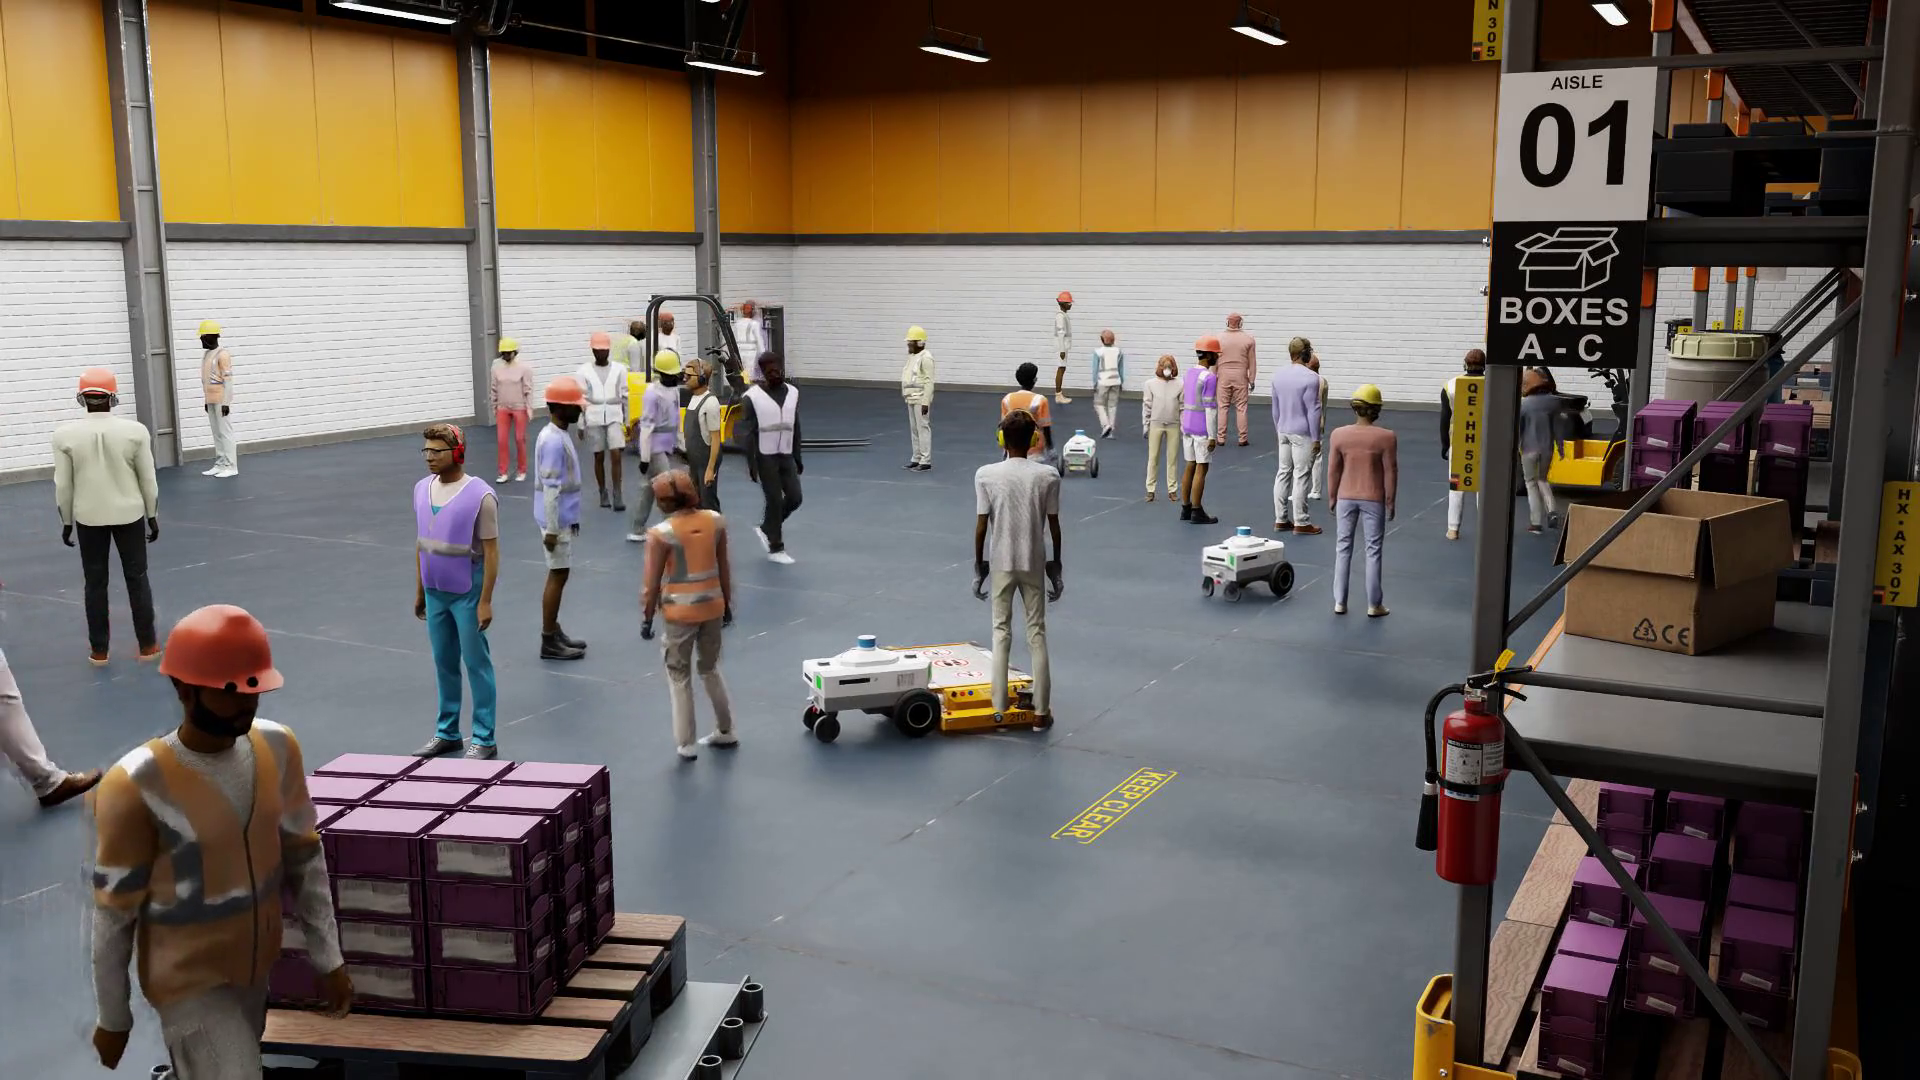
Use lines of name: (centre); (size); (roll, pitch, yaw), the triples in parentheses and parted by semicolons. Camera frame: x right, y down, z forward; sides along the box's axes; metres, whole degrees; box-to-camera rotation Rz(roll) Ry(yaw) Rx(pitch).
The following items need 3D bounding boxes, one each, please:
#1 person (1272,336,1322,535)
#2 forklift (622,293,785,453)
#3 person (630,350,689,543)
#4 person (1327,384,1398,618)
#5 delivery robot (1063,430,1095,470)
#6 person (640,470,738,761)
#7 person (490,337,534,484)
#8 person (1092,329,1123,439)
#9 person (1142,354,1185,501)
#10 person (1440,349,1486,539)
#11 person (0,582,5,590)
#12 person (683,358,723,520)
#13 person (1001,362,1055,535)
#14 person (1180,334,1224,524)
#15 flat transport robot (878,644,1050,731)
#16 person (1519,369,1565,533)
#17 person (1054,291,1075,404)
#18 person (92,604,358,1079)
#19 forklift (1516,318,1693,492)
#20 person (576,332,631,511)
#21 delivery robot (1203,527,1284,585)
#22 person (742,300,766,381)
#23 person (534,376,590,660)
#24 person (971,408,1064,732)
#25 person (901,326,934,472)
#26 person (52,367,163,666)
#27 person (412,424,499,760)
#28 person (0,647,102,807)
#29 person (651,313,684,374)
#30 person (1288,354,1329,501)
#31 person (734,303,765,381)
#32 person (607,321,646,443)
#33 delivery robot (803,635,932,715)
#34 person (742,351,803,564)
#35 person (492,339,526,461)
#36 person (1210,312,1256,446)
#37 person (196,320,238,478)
person: (3.301, -1.018, 16.264); (0.372, 1.940, 0.632); (-6, 11, -30)
forklift: (-3.588, -2.317, 23.042); (2.313, 2.155, 1.214); (-1, 10, -5)
person: (-2.800, -0.847, 15.522); (0.805, 1.869, 0.618); (2, 10, 10)
person: (3.046, -0.298, 12.600); (0.527, 1.765, 0.328); (6, 11, 29)
delivery robot: (1.479, -1.117, 20.566); (0.477, 0.478, 0.707); (2, 10, 9)
person: (-1.443, 0.412, 8.973); (0.354, 1.603, 0.587); (9, 14, 43)
person: (-5.368, -1.544, 19.870); (0.556, 1.747, 0.559); (0, 10, 2)
person: (2.188, -2.286, 24.534); (0.530, 1.623, 0.372); (-3, 10, -18)
person: (2.267, -1.238, 18.419); (0.499, 1.634, 0.288); (0, 10, 1)
person: (4.909, -0.909, 15.927); (0.624, 1.840, 0.429); (3, 10, 19)
person: (-8.089, -0.475, 13.267); (0.376, 1.901, 0.725); (8, 12, 37)
person: (-2.229, -0.641, 14.354); (0.346, 1.846, 0.505); (-6, 11, -30)
person: (0.638, -0.881, 16.175); (0.565, 1.696, 0.323); (8, 12, 38)
person: (2.475, -1.123, 16.927); (0.394, 1.930, 0.539); (-4, 10, -21)
flat transport robot: (-0.015, 0.864, 10.193); (0.652, 0.197, 1.431); (-3, 10, -19)
person: (5.649, -0.867, 16.305); (0.570, 1.609, 0.352); (-2, 10, -10)
person: (1.908, -3.512, 30.401); (0.378, 2.041, 0.616); (1, 10, 6)
person: (-1.809, 1.092, 4.196); (0.959, 1.881, 0.533); (4, 11, 23)
forklift: (7.066, -1.601, 18.899); (2.313, 2.155, 1.214); (5, 11, 27)
person: (-3.776, -1.247, 17.672); (0.576, 1.902, 0.908); (-3, 10, -15)
delivery robot: (2.267, 0.138, 13.304); (0.707, 0.478, 0.477); (-9, 13, -42)
person: (-3.914, -3.486, 30.715); (0.666, 1.875, 0.789); (9, 14, 43)
person: (-2.690, -0.154, 11.316); (0.398, 1.928, 0.586); (-2, 10, -10)
person: (0.330, 0.181, 9.557); (0.534, 1.858, 0.310); (0, 10, -1)
person: (-0.536, -1.767, 20.912); (0.404, 1.828, 0.602); (-4, 11, -21)
person: (-5.685, -0.153, 11.121); (0.617, 1.994, 0.400); (-4, 11, -24)
person: (-2.708, 0.288, 8.969); (0.565, 1.846, 0.390); (5, 11, 28)
person: (-4.746, 0.440, 8.022); (0.662, 1.859, 0.949); (7, 12, 34)
person: (-4.252, -2.415, 24.540); (0.691, 1.861, 0.599); (7, 12, 34)
person: (3.851, -1.240, 18.411); (0.517, 1.641, 0.308); (-6, 11, -30)
person: (-3.689, -3.295, 29.704); (0.598, 1.846, 0.897); (9, 13, 41)
person: (-4.800, -2.295, 24.175); (0.928, 1.774, 0.649); (-3, 10, -19)
delivery robot: (-0.533, 0.789, 9.533); (0.707, 0.478, 0.477); (-3, 10, -19)
person: (-1.653, -0.734, 14.745); (0.634, 1.891, 0.467); (-10, 14, -44)
person: (-5.959, -1.860, 22.022); (0.507, 1.631, 0.268); (2, 10, 12)
person: (3.889, -2.286, 23.697); (0.651, 1.906, 0.401); (2, 10, 12)
person: (-9.135, -1.732, 20.428); (0.594, 1.926, 0.366); (9, 13, 42)
